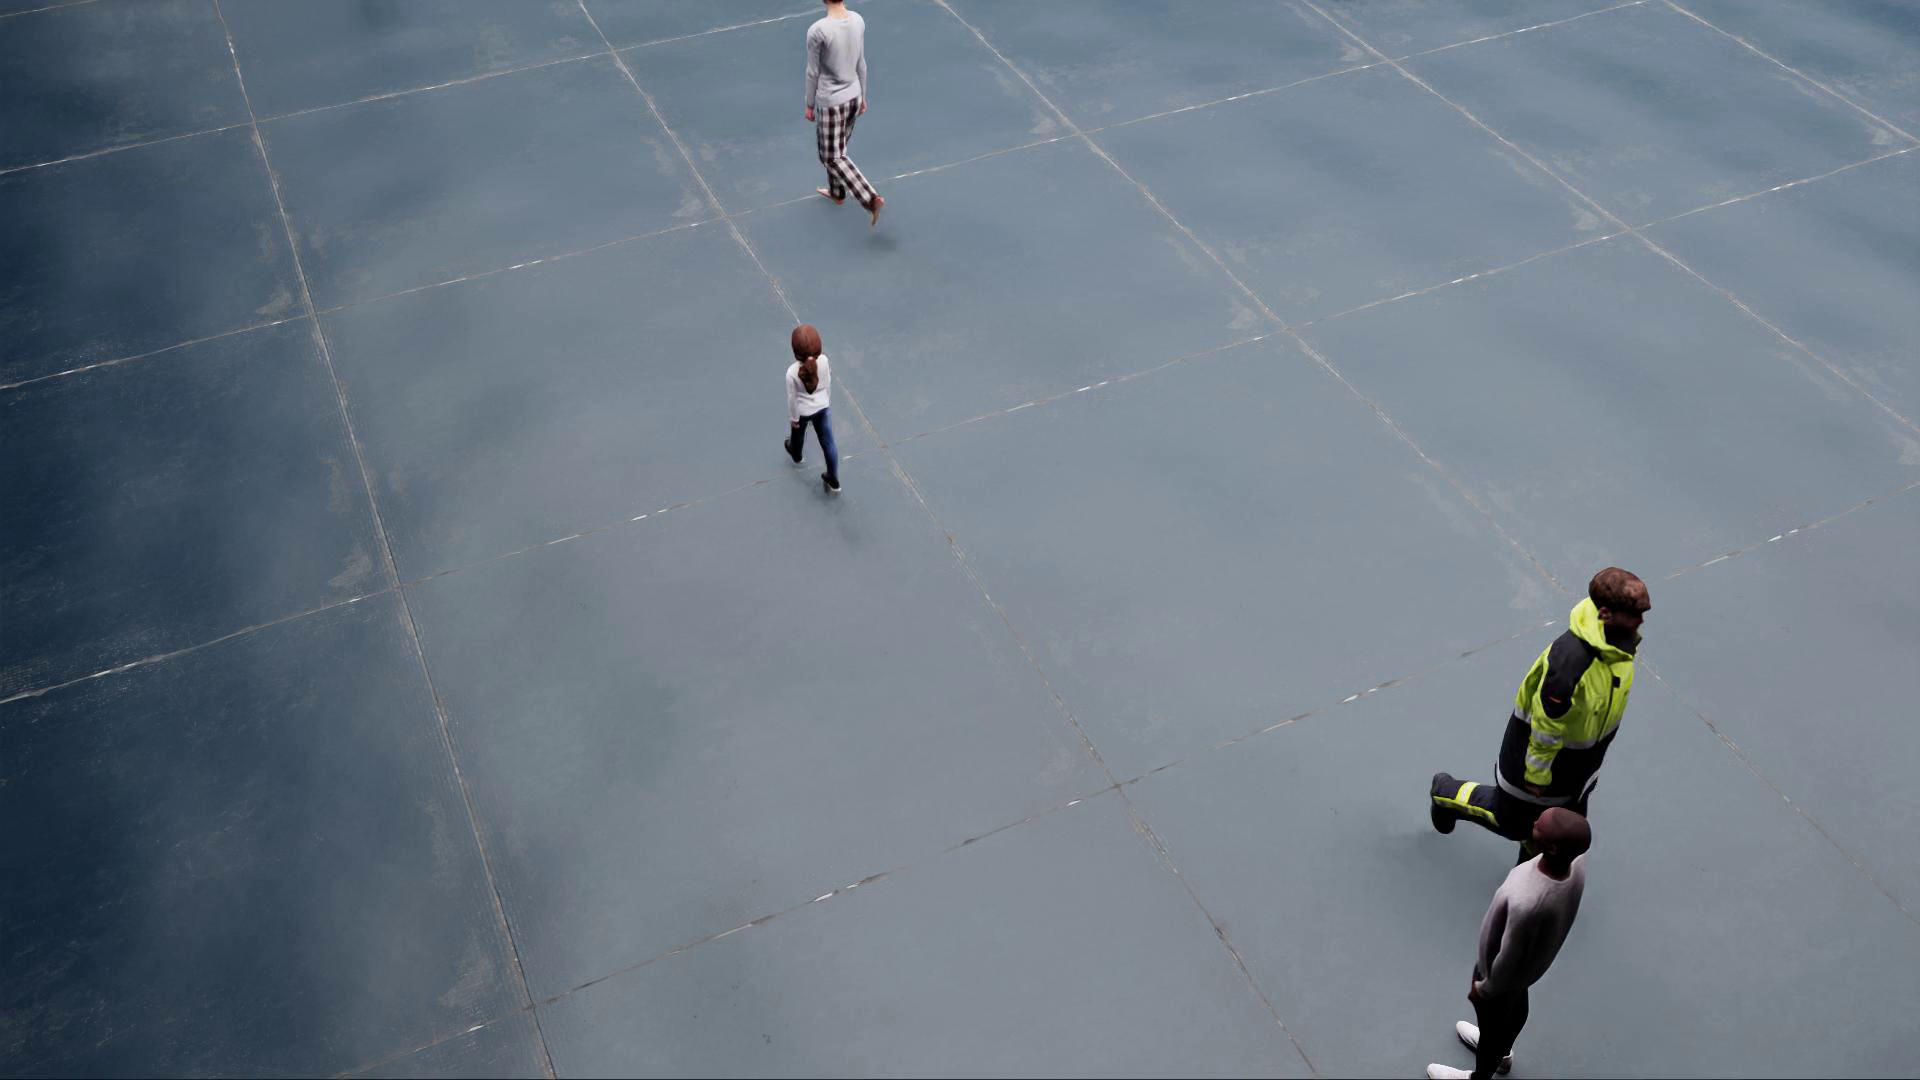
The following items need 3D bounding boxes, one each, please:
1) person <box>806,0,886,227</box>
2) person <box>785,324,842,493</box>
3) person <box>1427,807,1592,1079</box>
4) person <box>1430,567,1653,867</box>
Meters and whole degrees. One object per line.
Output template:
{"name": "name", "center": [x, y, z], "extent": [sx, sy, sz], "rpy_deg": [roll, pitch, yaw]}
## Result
{"name": "person", "center": [-0.809, -3.083, 11.798], "extent": [0.864, 1.820, 1.127], "rpy_deg": [-34, 52, -31]}
{"name": "person", "center": [-0.849, -0.765, 9.791], "extent": [0.502, 1.085, 0.798], "rpy_deg": [-23, 47, -23]}
{"name": "person", "center": [2.220, 1.662, 6.609], "extent": [0.662, 1.771, 0.688], "rpy_deg": [30, 50, 29]}
{"name": "person", "center": [2.579, 0.843, 7.367], "extent": [0.916, 1.964, 1.124], "rpy_deg": [-30, 50, -28]}
